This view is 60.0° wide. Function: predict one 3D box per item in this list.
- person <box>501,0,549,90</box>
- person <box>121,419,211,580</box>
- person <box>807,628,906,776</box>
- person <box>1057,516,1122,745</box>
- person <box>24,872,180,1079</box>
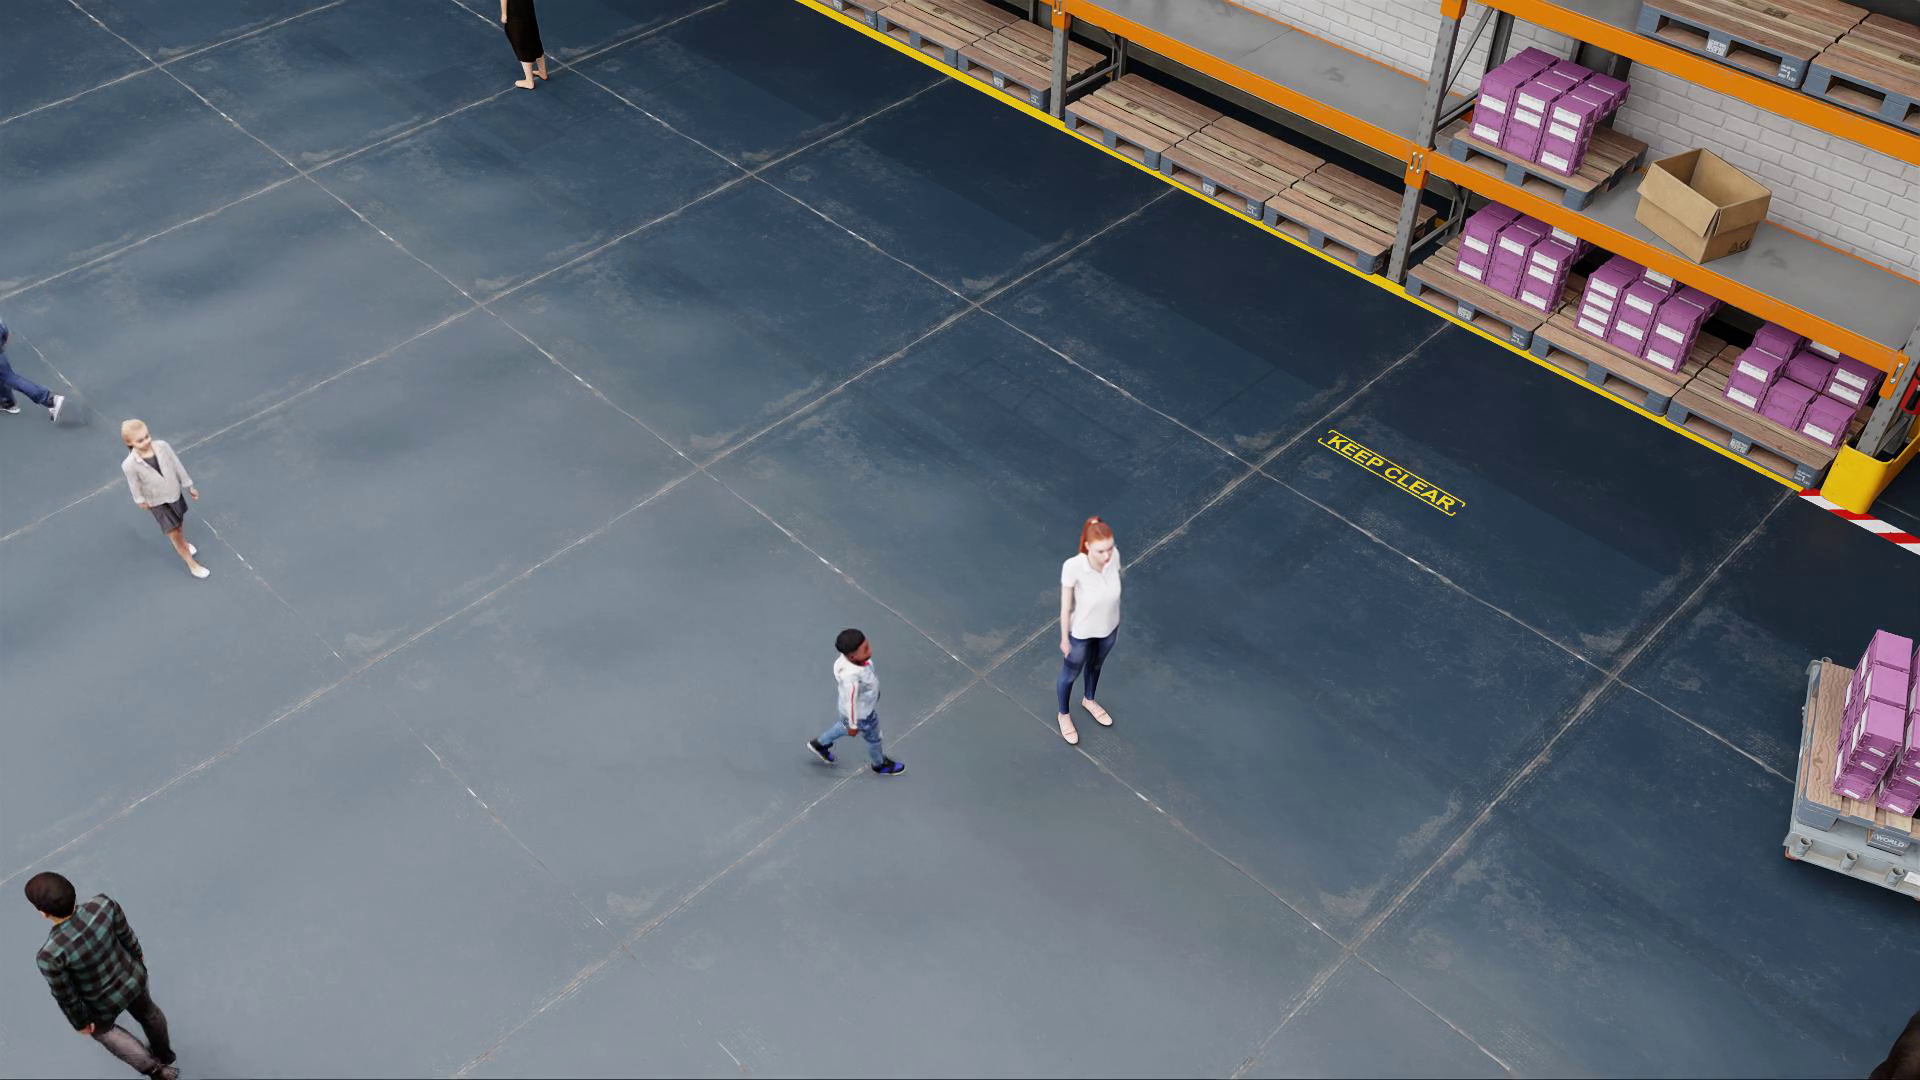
[{"bbox_3d":[-4.371,-5.272,16.473,0.646,1.625,0.635,22,48,21],"label":"person"},{"bbox_3d":[-5.581,-0.346,11.572,0.825,1.253,0.594,26,49,25],"label":"person"},{"bbox_3d":[-0.680,0.996,10.171,0.881,1.243,0.808,1,44,1],"label":"person"},{"bbox_3d":[0.797,0.536,10.293,0.616,1.739,0.603,-22,48,-21],"label":"person"},{"bbox_3d":[-4.336,2.307,8.555,0.805,1.703,0.791,19,47,19],"label":"person"}]
